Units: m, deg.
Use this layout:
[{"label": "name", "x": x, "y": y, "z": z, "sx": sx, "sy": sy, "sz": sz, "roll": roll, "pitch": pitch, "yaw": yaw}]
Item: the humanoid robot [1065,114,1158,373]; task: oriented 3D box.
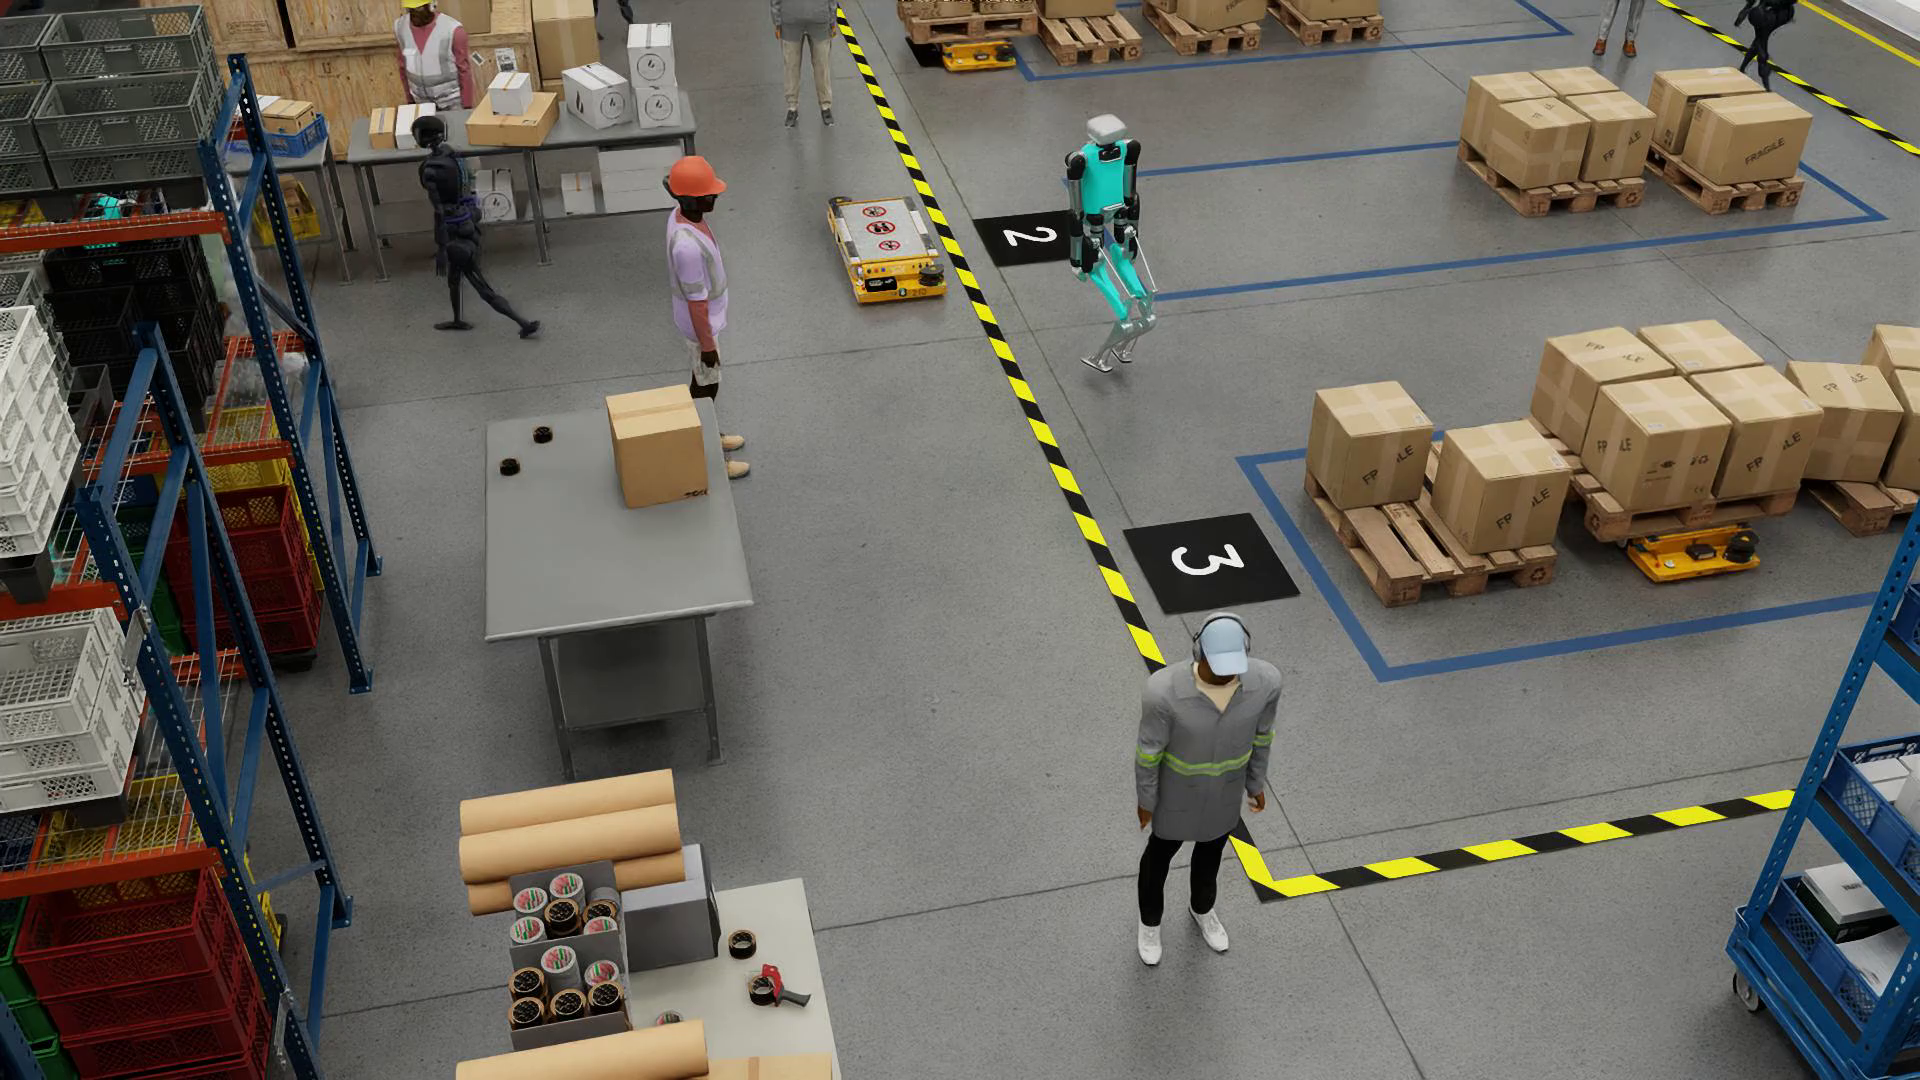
[{"label": "humanoid robot", "x": 1.031, "y": -1.828, "z": 10.664, "sx": 0.533, "sy": 1.681, "sz": 0.735, "roll": -20, "pitch": 41, "yaw": -24}]

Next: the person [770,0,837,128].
[{"label": "person", "x": -1.328, "y": -4.426, "z": 14.244, "sx": 0.572, "sy": 1.768, "sz": 0.398, "roll": -4, "pitch": 37, "yaw": -6}]

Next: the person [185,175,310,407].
[{"label": "person", "x": -4.534, "y": -1.656, "z": 10.394, "sx": 0.717, "sy": 1.923, "sz": 0.607, "roll": -6, "pitch": 37, "yaw": -8}]

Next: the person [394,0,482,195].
[{"label": "person", "x": -4.044, "y": -3.451, "z": 12.888, "sx": 0.593, "sy": 1.825, "sz": 0.404, "roll": 7, "pitch": 37, "yaw": 9}]

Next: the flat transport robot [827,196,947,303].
[{"label": "flat transport robot", "x": -0.570, "y": -2.220, "z": 12.538, "sx": 0.659, "sy": 0.231, "sz": 1.431, "roll": -8, "pitch": 37, "yaw": -10}]

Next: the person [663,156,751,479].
[{"label": "person", "x": -1.500, "y": -1.306, "z": 9.825, "sx": 0.372, "sy": 2.043, "sz": 0.609, "roll": -6, "pitch": 37, "yaw": -8}]

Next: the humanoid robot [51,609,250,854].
[{"label": "humanoid robot", "x": -3.631, "y": 0.822, "z": 7.289, "sx": 0.595, "sy": 1.640, "sz": 0.617, "roll": -14, "pitch": 39, "yaw": -17}]

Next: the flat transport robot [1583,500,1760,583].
[{"label": "flat transport robot", "x": 4.067, "y": -0.282, "z": 9.909, "sx": 0.652, "sy": 0.197, "sz": 1.431, "roll": -8, "pitch": 37, "yaw": -10}]

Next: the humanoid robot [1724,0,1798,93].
[{"label": "humanoid robot", "x": 7.249, "y": -4.790, "z": 14.854, "sx": 0.609, "sy": 1.624, "sz": 0.785, "roll": -14, "pitch": 39, "yaw": -18}]

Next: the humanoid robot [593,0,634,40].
[{"label": "humanoid robot", "x": -3.394, "y": -5.532, "z": 15.840, "sx": 0.769, "sy": 1.621, "sz": 0.614, "roll": 30, "pitch": 46, "yaw": 34}]

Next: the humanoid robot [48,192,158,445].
[{"label": "humanoid robot", "x": -5.082, "y": -1.314, "z": 10.006, "sx": 0.534, "sy": 1.692, "sz": 0.738, "roll": -5, "pitch": 37, "yaw": -6}]

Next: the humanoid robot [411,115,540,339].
[{"label": "humanoid robot", "x": -3.316, "y": -2.084, "z": 11.236, "sx": 0.785, "sy": 1.646, "sz": 0.589, "roll": 0, "pitch": 37, "yaw": 0}]

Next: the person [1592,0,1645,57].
[{"label": "person", "x": 6.351, "y": -5.477, "z": 15.562, "sx": 0.591, "sy": 1.882, "sz": 0.372, "roll": 8, "pitch": 37, "yaw": 10}]

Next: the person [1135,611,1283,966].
[{"label": "person", "x": 1.001, "y": 1.026, "z": 6.849, "sx": 0.589, "sy": 1.850, "sz": 0.395, "roll": -6, "pitch": 37, "yaw": -8}]

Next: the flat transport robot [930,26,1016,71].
[{"label": "flat transport robot", "x": 0.056, "y": -4.910, "z": 16.129, "sx": 0.652, "sy": 0.197, "sz": 1.431, "roll": -8, "pitch": 37, "yaw": -10}]

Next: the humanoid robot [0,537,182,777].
[{"label": "humanoid robot", "x": -3.941, "y": 0.464, "z": 7.669, "sx": 0.685, "sy": 1.762, "sz": 0.531, "roll": -3, "pitch": 37, "yaw": -4}]
